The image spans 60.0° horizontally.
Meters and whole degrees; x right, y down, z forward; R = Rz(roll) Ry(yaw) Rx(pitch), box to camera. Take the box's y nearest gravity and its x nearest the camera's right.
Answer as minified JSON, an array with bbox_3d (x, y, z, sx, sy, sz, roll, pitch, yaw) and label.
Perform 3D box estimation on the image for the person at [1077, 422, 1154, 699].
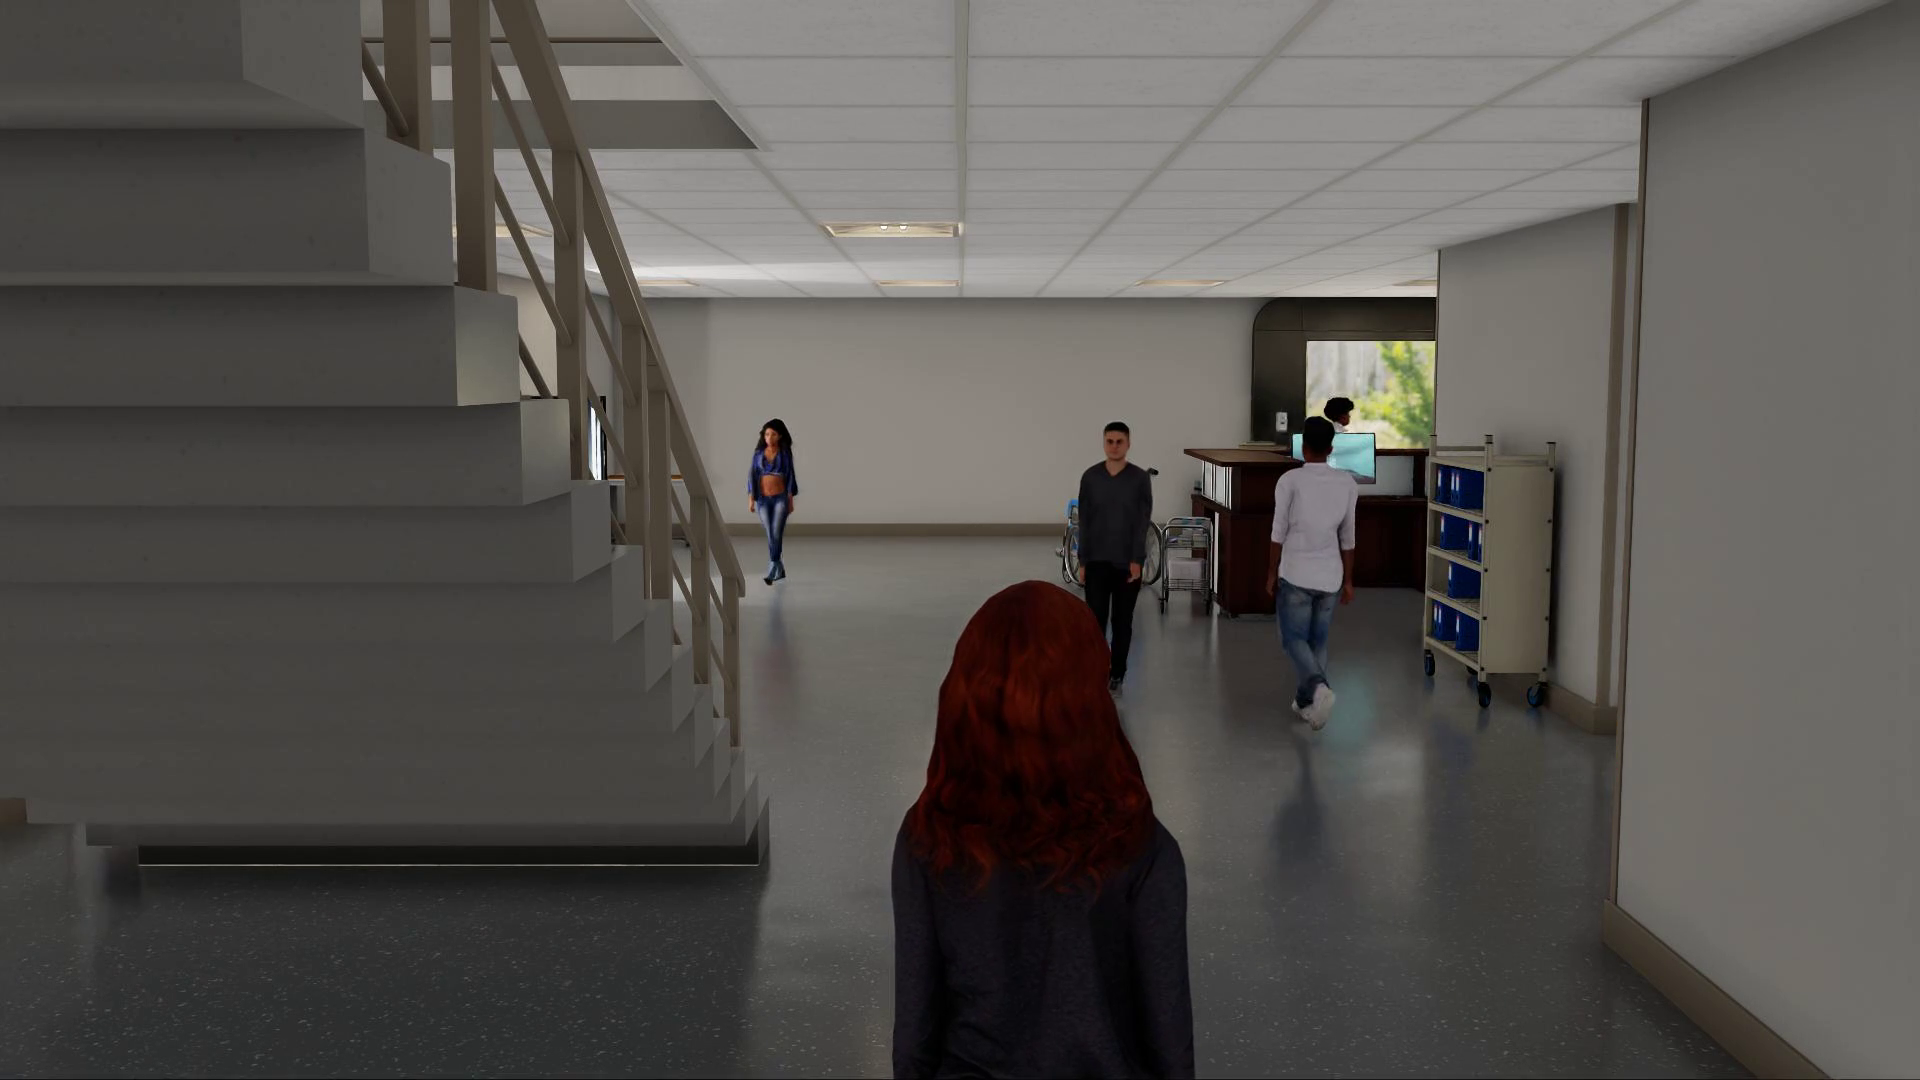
[{"bbox_3d":[0.973,0.146,10.388,0.695,1.735,1.004,1,6,7],"label":"person"}]

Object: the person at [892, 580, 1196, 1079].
[{"bbox_3d":[0.111,0.954,2.330,0.625,1.741,0.588,2,6,15],"label":"person"}]

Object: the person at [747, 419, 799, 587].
[{"bbox_3d":[-1.785,-0.340,16.039,0.751,1.570,1.072,1,6,12],"label":"person"}]

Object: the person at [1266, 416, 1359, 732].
[{"bbox_3d":[2.015,0.209,9.498,0.777,1.789,1.136,-1,6,-10],"label":"person"}]
